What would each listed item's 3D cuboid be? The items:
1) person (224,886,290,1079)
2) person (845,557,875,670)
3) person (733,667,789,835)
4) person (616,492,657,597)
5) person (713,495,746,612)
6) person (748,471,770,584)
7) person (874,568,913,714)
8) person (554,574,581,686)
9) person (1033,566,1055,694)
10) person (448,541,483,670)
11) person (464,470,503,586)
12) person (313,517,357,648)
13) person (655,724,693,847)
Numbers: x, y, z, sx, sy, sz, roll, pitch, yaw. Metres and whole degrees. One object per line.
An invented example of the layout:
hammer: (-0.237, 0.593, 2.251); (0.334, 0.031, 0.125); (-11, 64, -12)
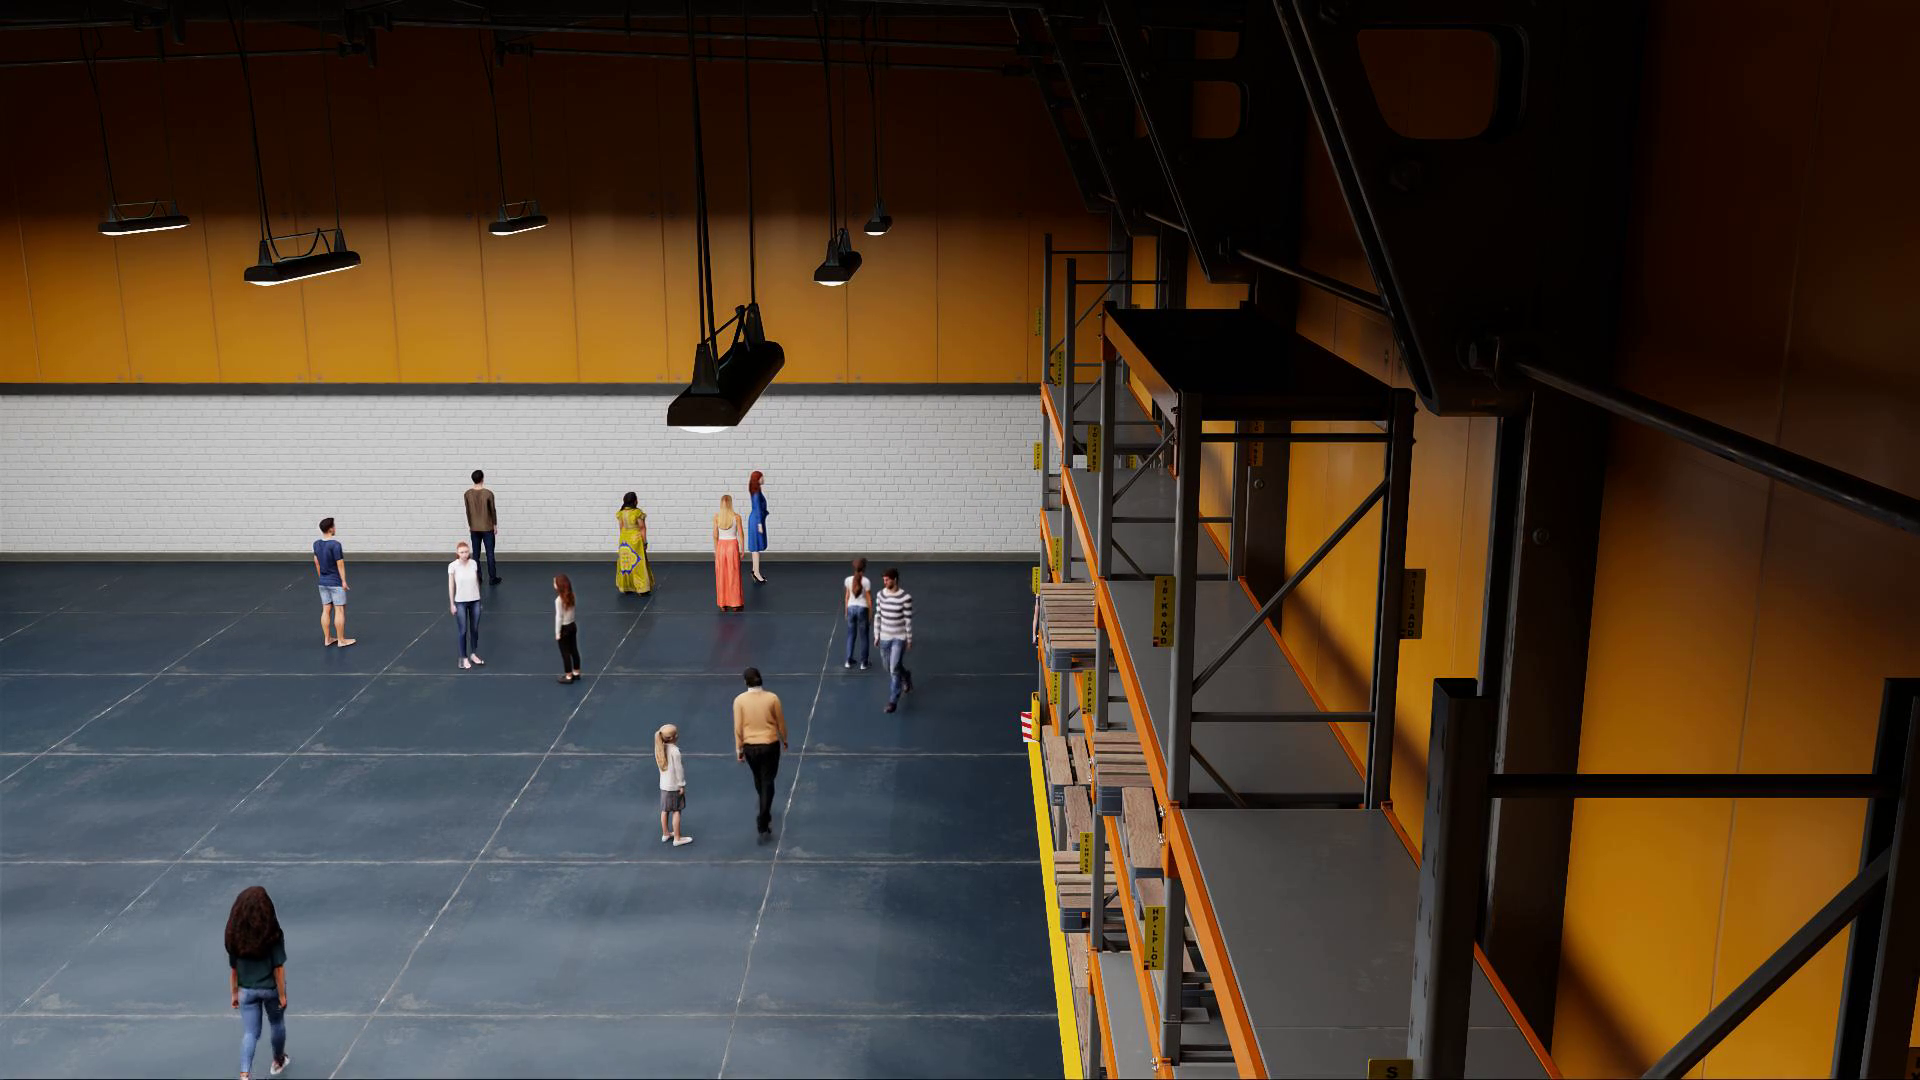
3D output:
person: (-5.278, 3.418, 12.494); (0.657, 1.588, 1.045); (-1, 14, -5)
person: (-1.379, 0.986, 22.605); (0.617, 1.556, 0.637); (4, 14, 17)
person: (-2.069, 2.210, 17.231); (0.753, 1.707, 1.229); (2, 14, 7)
person: (-5.164, 0.045, 26.269); (0.965, 1.660, 0.936); (5, 15, 21)
person: (-3.542, 0.188, 25.379); (0.660, 1.802, 0.609); (2, 14, 7)
person: (-3.298, -0.224, 27.025); (0.700, 1.828, 0.556); (-2, 14, -9)
person: (-0.791, 1.226, 21.061); (0.967, 1.817, 1.210); (7, 15, 25)
person: (-5.197, 1.171, 22.001); (0.667, 1.482, 0.534); (5, 15, 22)
person: (1.167, 1.174, 21.434); (0.673, 1.742, 0.696); (9, 16, 33)
person: (-6.743, 0.864, 22.723); (0.711, 1.738, 0.759); (-10, 17, -34)
person: (-7.712, -0.207, 26.823); (0.644, 1.889, 0.561); (0, 14, 2)
person: (-8.926, 0.593, 23.612); (0.691, 1.846, 0.664); (5, 15, 20)
person: (-2.949, 2.486, 17.007); (0.605, 1.276, 0.660); (12, 18, 40)
